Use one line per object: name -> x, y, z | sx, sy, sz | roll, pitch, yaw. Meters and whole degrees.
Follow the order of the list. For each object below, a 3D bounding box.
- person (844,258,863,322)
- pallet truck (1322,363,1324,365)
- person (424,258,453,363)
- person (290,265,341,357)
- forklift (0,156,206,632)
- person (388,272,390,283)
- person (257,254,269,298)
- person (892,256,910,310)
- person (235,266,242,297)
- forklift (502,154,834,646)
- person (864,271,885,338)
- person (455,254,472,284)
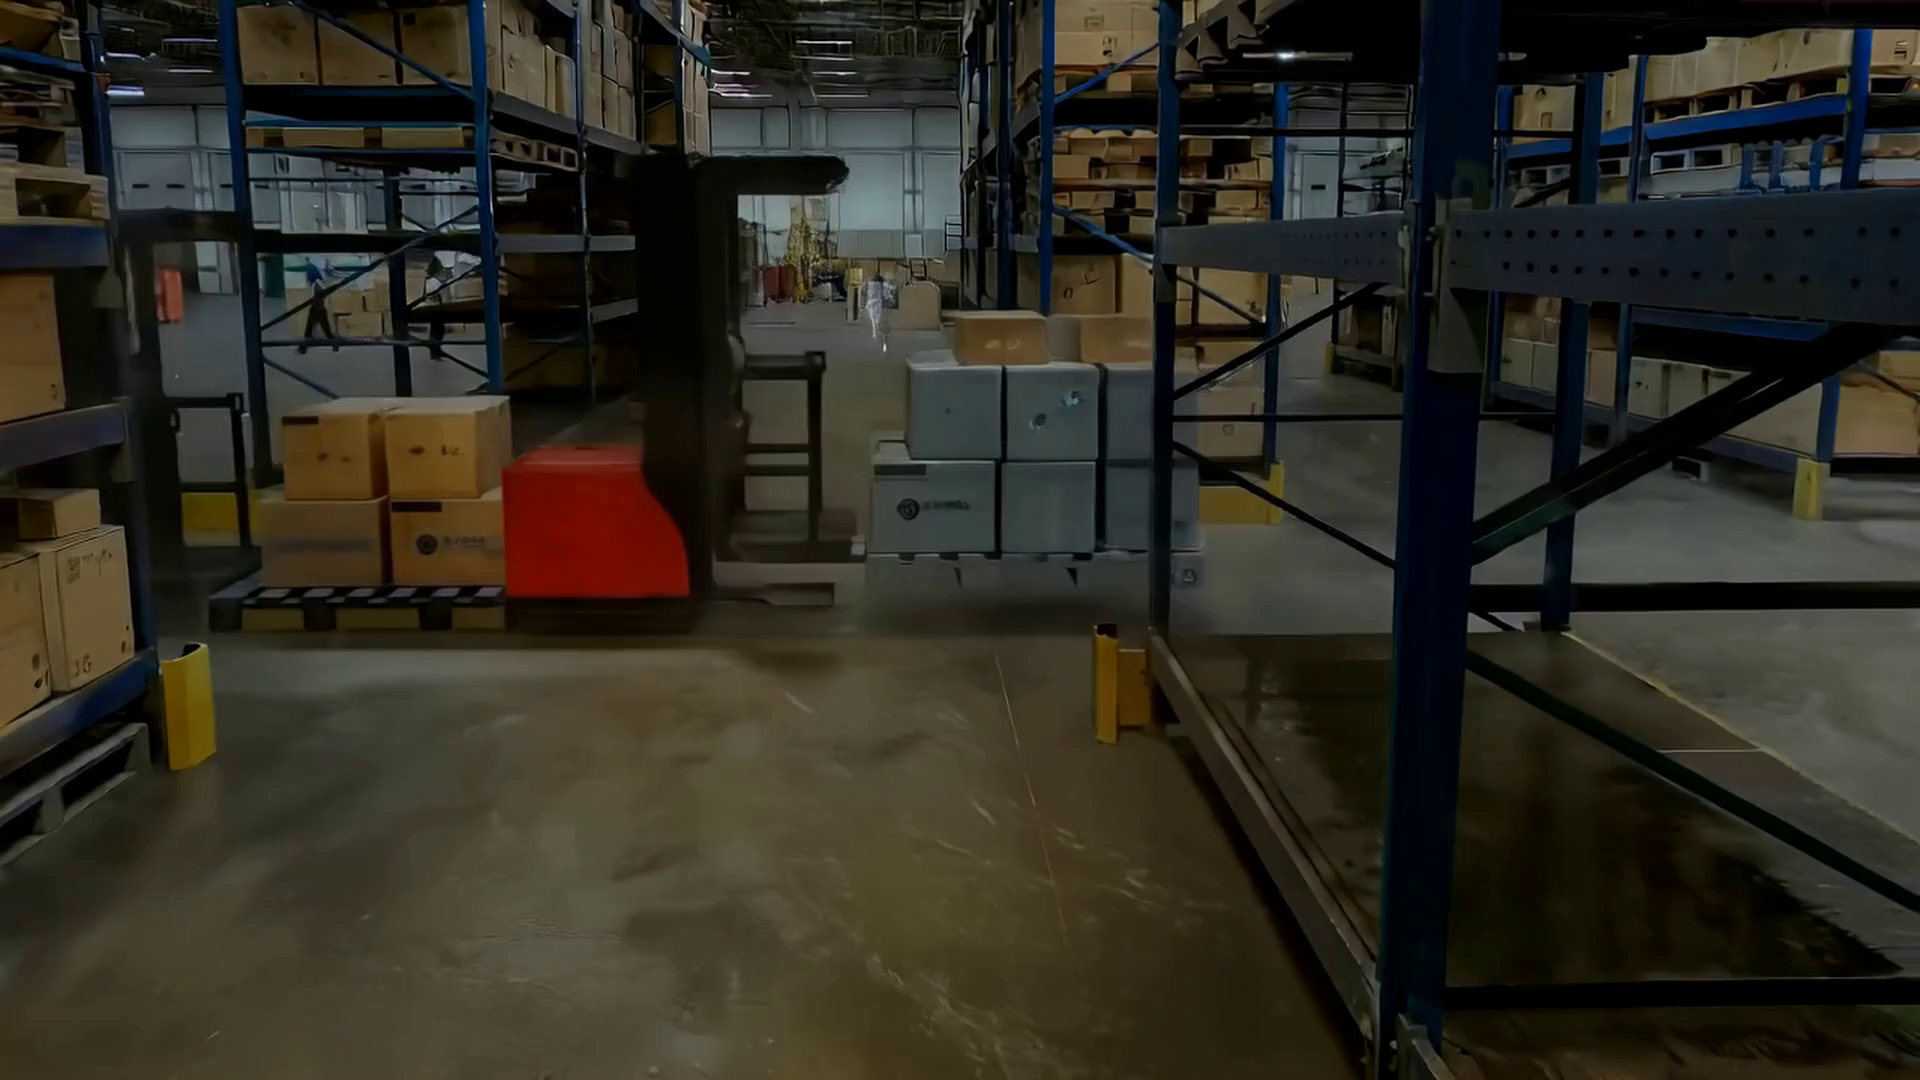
person -> -3.096, -7.278, 48.475 | 0.577, 1.877, 0.349 | -4, 11, -20
pallet truck -> 7.712, -4.157, 30.737 | 1.885, 1.965, 0.823 | 3, 11, 16
person -> -10.106, -4.454, 32.274 | 0.535, 2.000, 0.682 | -5, 11, -24
person -> -13.194, -4.675, 34.007 | 0.986, 1.864, 0.593 | -8, 13, -37
forklift -> -5.482, -0.902, 10.146 | 1.873, 2.768, 1.129 | 0, 10, -2
person -> -18.710, -8.399, 55.236 | 0.534, 1.691, 0.320 | -8, 13, -38
person -> -29.101, -11.043, 69.318 | 0.392, 1.921, 0.582 | -10, 14, -43
person -> -1.714, -7.311, 48.547 | 0.584, 1.918, 0.408 | 6, 12, 31
person -> -23.291, -8.270, 54.219 | 0.640, 1.790, 0.958 | -5, 11, -26
forklift -> -1.714, -0.853, 9.874 | 1.873, 2.768, 1.129 | -1, 10, -3
person -> -2.063, -5.730, 40.541 | 0.524, 1.620, 0.454 | -3, 11, -18
person -> -17.258, -8.970, 57.824 | 0.517, 1.897, 0.651 | 3, 11, 17
